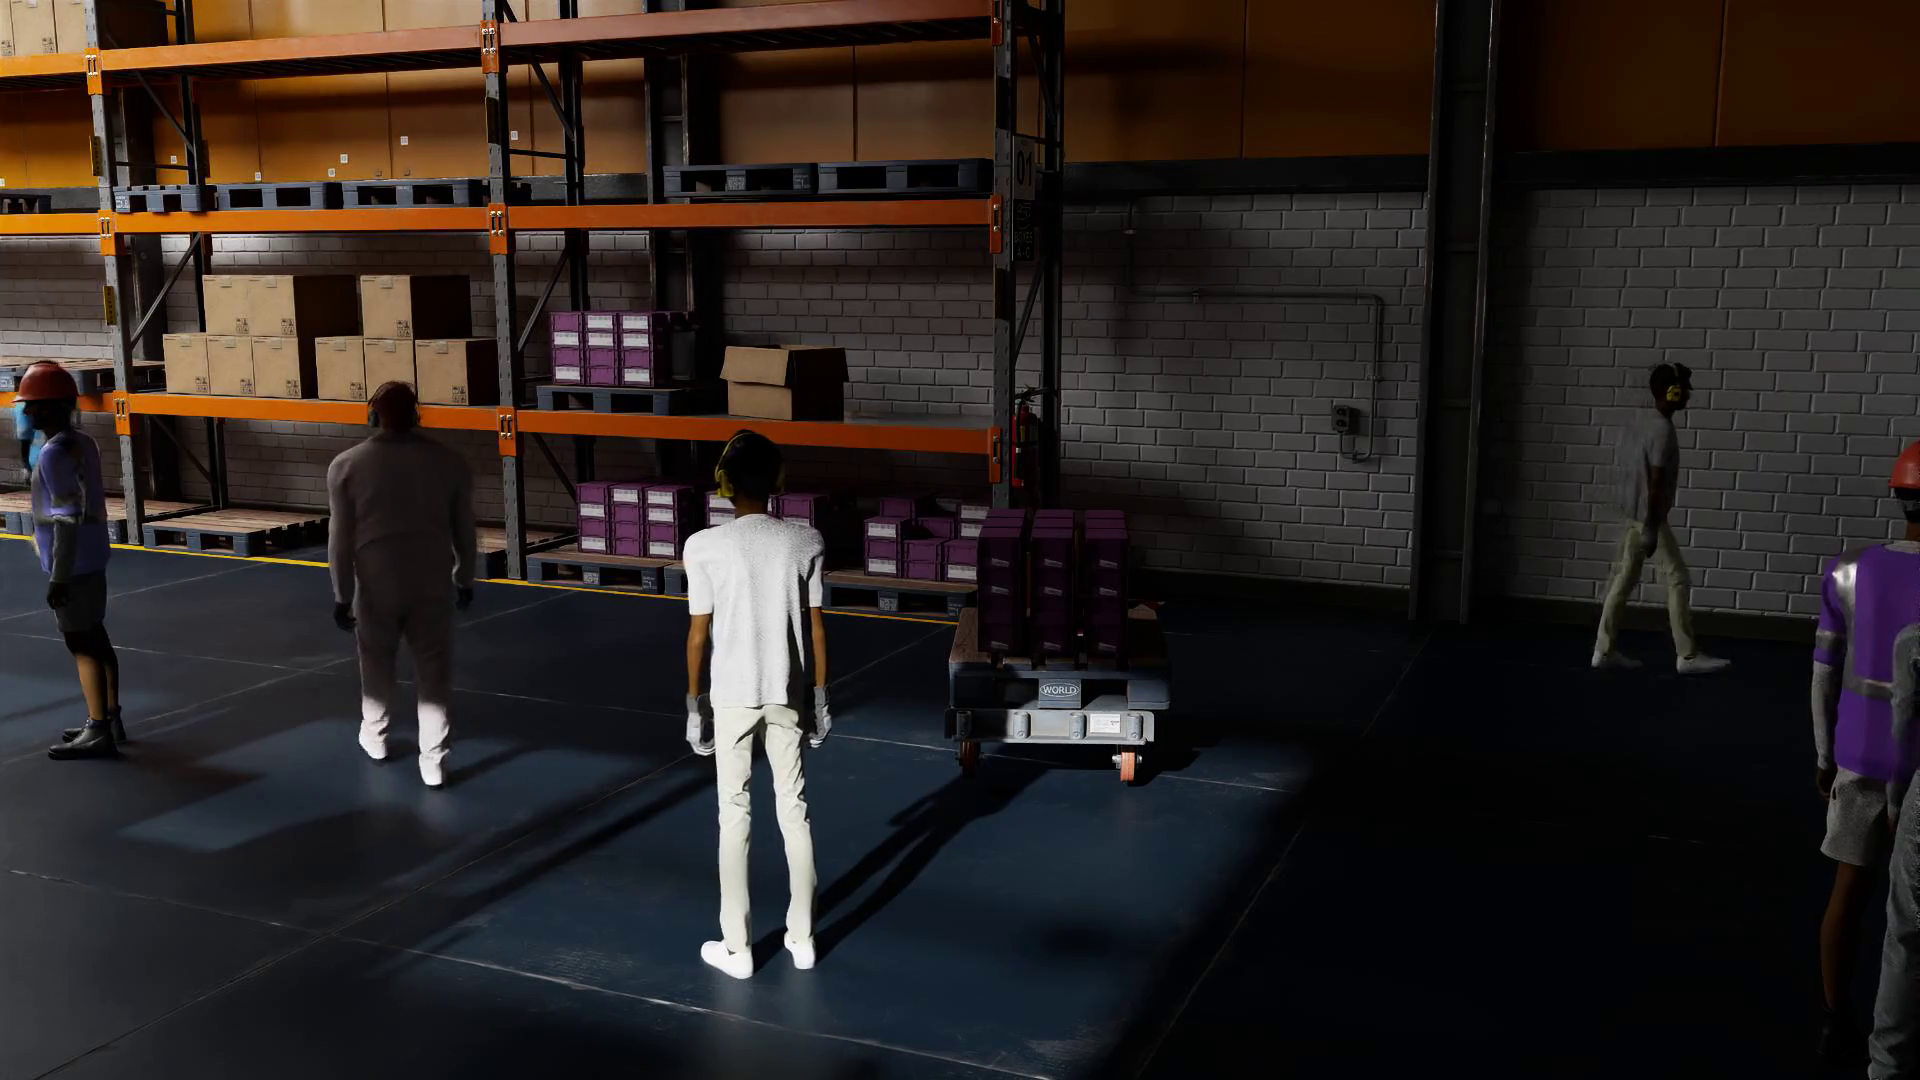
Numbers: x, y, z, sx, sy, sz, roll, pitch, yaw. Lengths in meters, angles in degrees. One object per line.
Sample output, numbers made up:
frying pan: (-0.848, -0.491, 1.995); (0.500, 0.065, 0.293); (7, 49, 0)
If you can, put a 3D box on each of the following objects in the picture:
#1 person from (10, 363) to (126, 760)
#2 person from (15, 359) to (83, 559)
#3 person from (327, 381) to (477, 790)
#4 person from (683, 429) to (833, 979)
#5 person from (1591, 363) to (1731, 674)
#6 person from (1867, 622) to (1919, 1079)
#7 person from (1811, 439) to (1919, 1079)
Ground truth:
person: (-4.373, 0.107, 8.142); (0.376, 1.935, 0.550); (-2, 10, -13)
person: (-7.261, -0.612, 13.262); (0.787, 1.671, 0.536); (5, 11, 26)
person: (-2.629, 0.191, 7.850); (0.677, 1.862, 0.935); (-4, 10, -25)
person: (-0.679, 0.559, 5.681); (0.509, 1.859, 0.331); (-4, 10, -21)
person: (4.181, -0.116, 9.807); (0.871, 1.831, 0.532); (0, 9, 3)
person: (2.872, 0.782, 4.704); (0.487, 1.741, 0.316); (7, 12, 36)
person: (2.797, 0.649, 4.905); (0.376, 1.934, 0.547); (-7, 12, -36)
